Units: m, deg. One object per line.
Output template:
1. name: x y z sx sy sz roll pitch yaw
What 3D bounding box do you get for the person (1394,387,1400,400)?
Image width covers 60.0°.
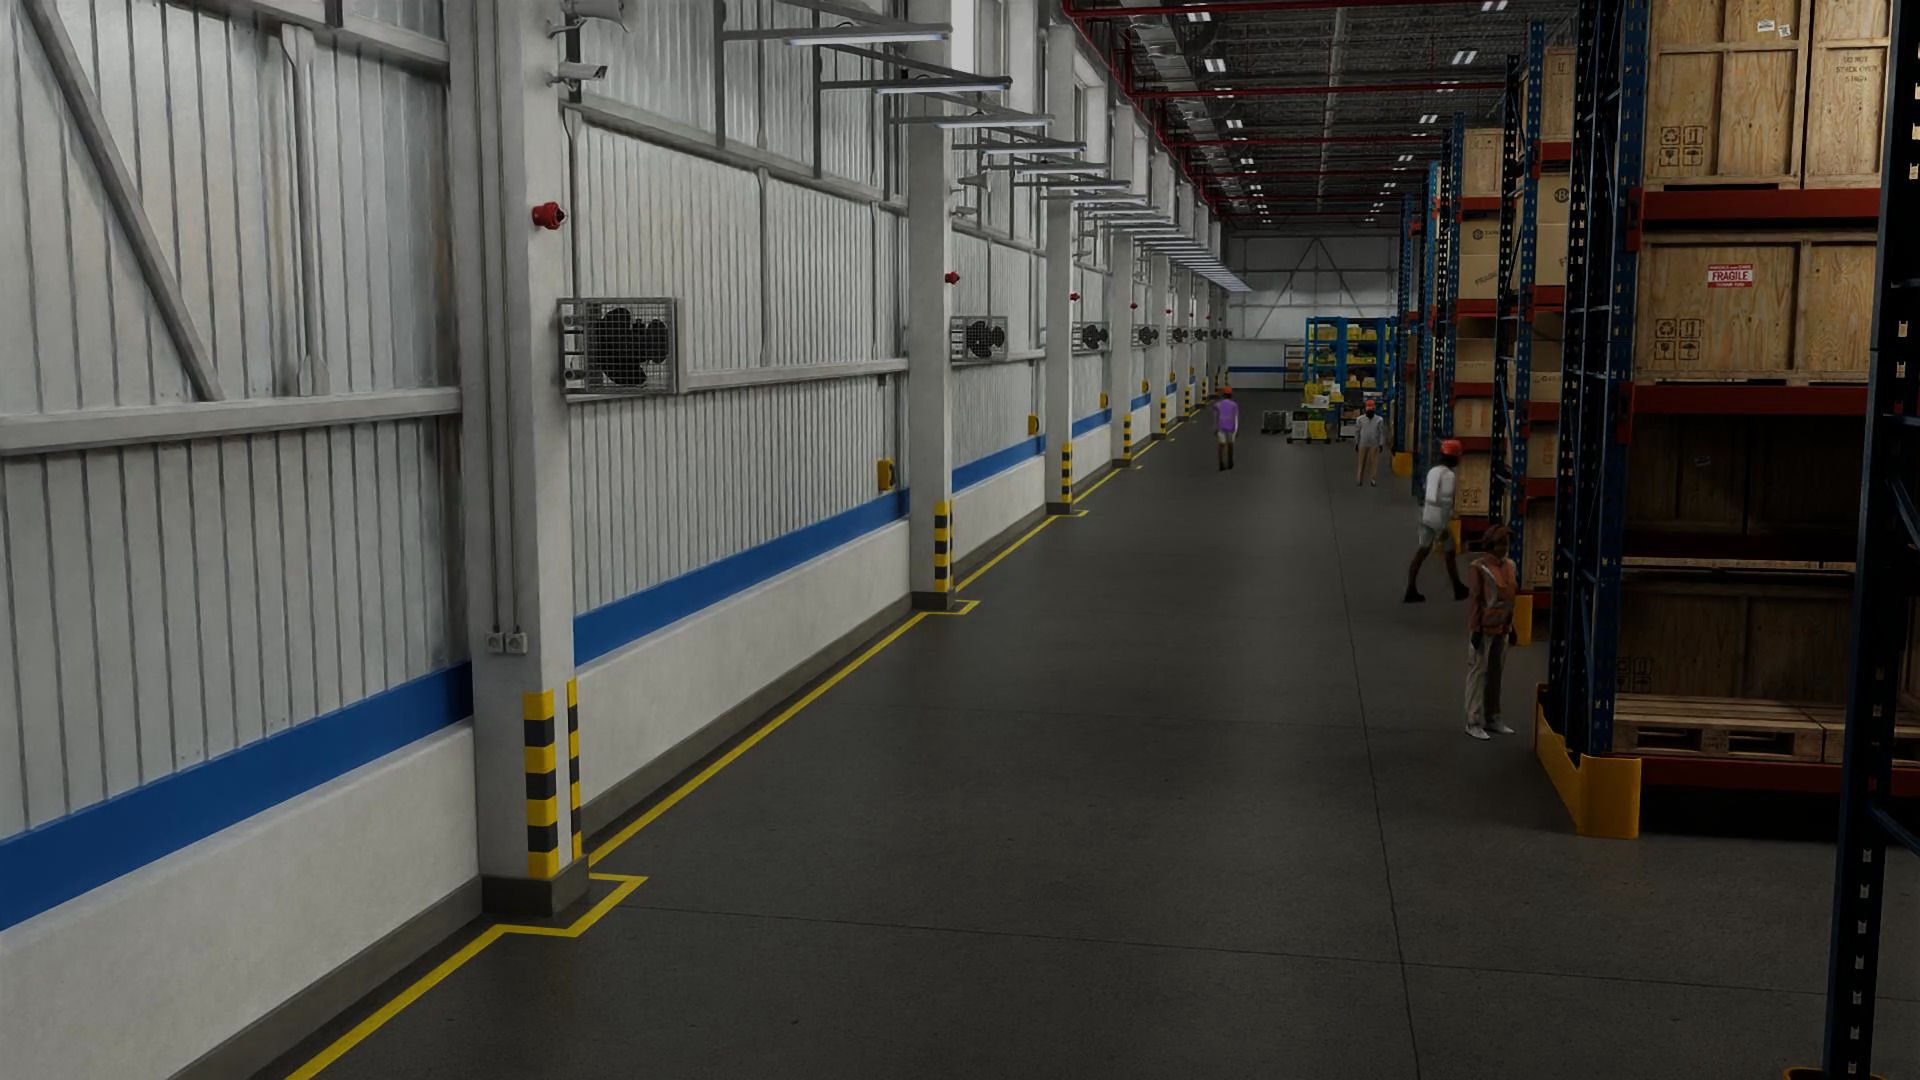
1. person: 12.410 -3.599 46.765 0.345 1.735 0.485 -5 9 -37

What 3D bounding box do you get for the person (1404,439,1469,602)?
1. person: 5.531 -0.216 19.065 0.981 1.870 0.681 -2 7 -15

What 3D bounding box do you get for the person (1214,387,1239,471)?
1. person: 5.978 -2.503 37.386 0.560 1.892 0.983 2 7 18

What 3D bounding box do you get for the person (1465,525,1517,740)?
1. person: 4.068 0.697 12.737 0.513 1.639 0.307 -5 9 -36

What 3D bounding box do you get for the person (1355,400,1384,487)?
1. person: 8.204 -1.936 33.354 0.563 1.753 0.327 1 7 11
